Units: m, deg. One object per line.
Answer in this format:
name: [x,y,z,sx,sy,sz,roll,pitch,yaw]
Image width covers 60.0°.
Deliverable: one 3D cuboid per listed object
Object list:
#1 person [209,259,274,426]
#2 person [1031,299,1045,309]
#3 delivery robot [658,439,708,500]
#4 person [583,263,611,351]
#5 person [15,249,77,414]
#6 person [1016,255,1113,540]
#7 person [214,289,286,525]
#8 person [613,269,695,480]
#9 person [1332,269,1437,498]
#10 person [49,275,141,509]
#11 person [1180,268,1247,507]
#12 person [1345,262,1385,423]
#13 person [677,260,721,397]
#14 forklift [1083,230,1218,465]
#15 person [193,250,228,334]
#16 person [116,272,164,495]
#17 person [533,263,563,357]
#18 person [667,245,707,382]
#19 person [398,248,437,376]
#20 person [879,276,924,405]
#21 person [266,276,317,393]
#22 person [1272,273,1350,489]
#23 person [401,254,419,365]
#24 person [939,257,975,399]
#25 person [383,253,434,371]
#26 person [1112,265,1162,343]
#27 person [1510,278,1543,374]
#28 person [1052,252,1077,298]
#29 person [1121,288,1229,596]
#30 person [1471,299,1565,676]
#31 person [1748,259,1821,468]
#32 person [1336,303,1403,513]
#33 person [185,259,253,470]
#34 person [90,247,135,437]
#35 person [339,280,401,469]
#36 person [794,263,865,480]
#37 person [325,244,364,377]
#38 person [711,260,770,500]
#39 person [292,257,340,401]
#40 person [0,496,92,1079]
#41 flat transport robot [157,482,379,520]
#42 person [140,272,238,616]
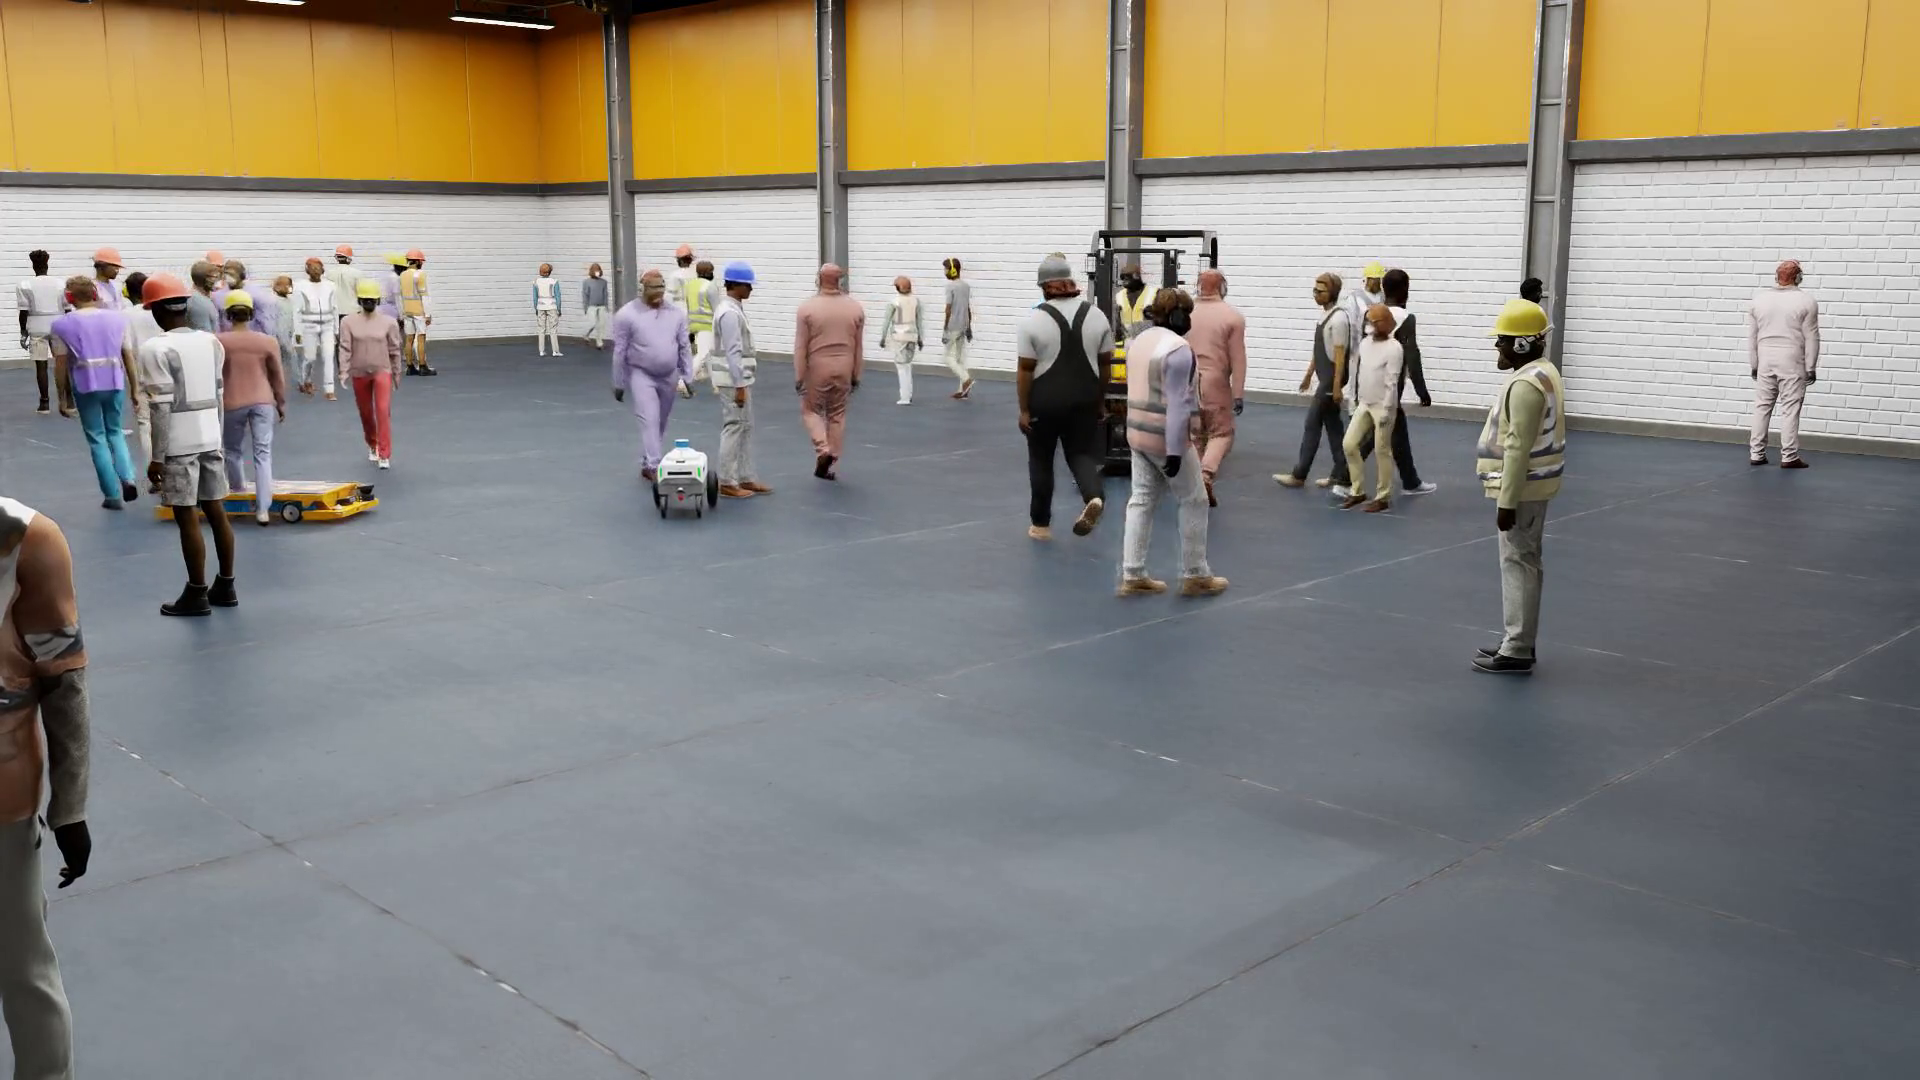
person: [-7.702,-2.056,17.827,0.645,1.886,1.063,3,11,14]
person: [1.065,-2.191,19.024,0.540,1.696,0.317,-1,10,-6]
delivery robot: [-2.141,-0.534,12.857,0.477,0.478,0.707,-1,10,-5]
person: [-6.746,-4.312,30.807,0.512,1.623,0.388,-10,14,-43]
person: [-10.971,-2.502,19.992,0.613,1.962,0.364,-8,13,-38]
person: [0.734,-0.977,11.471,0.704,2.000,0.793,-3,11,-17]
person: [-5.328,-0.996,12.420,0.554,1.719,0.880,-6,12,-30]
person: [-2.605,-1.371,14.173,0.637,1.853,1.008,-8,13,-36]
person: [3.450,-1.251,13.472,1.042,1.867,0.589,-3,11,-17]
person: [-6.711,-1.138,12.928,0.453,1.818,0.595,9,14,41]
person: [1.876,-1.149,12.846,0.667,1.884,0.582,7,13,34]
person: [4.640,-2.222,18.831,0.602,1.828,0.404,-4,11,-20]
person: [-3.438,-2.812,22.141,0.917,1.808,0.629,-8,13,-36]
forklift: [1.804,-1.825,15.677,1.214,2.155,2.313,2,11,13]
person: [-9.076,-2.581,20.462,0.620,1.968,0.905,-7,12,-32]
person: [-6.803,-1.304,13.857,0.561,1.820,0.915,-7,12,-33]
person: [-7.263,-4.045,29.293,0.516,1.641,0.308,2,11,11]
person: [-4.037,-3.317,24.388,1.036,1.987,0.626,9,14,41]
person: [-8.258,-3.460,25.300,0.551,1.933,0.372,6,12,28]
person: [-0.744,-2.513,21.000,0.516,1.620,0.543,-8,13,-37]
person: [-9.187,-2.779,22.535,0.852,1.593,0.507,1,10,6]
person: [2.998,-1.330,14.031,0.732,1.819,0.548,1,10,5]
person: [-8.999,-3.748,27.164,0.970,1.835,0.591,10,14,42]
person: [-0.036,-2.730,21.558,0.447,1.848,0.599,7,13,34]
person: [-8.702,-3.477,25.594,1.006,1.867,0.598,-3,11,-17]
person: [2.026,-2.165,18.632,0.718,1.802,0.437,7,13,35]
person: [5.951,-1.913,17.552,0.320,1.690,0.532,3,11,17]
person: [1.180,-2.412,19.581,0.366,1.936,0.630,5,11,23]
person: [1.298,-0.566,9.822,0.767,1.816,0.650,-4,11,-21]
person: [2.724,-0.254,8.121,0.403,1.826,0.592,5,12,26]
person: [7.582,-1.615,15.304,0.411,1.913,0.643,-8,13,-36]
person: [3.129,-0.992,12.687,0.505,1.617,0.504,-5,12,-26]
person: [-6.627,-1.517,14.775,0.719,1.916,0.652,-3,11,-17]
person: [-9.118,-2.103,17.705,0.636,2.009,0.622,0,10,1]
person: [-5.469,-1.556,15.478,0.526,1.732,0.843,-2,11,-12]
person: [-1.137,-1.448,14.444,0.655,1.887,0.471,-5,12,-25]
person: [-9.193,-3.431,24.978,0.612,1.995,0.376,1,10,5]
person: [-1.800,-1.286,13.465,0.428,1.936,0.628,-1,10,-4]
person: [-8.383,-2.749,21.649,0.582,1.861,0.784,-7,13,-35]
person: [-2.145,0.543,3.491,0.594,1.924,0.382,-1,10,-6]
flat transport robot: [-5.255,-0.310,12.666,1.431,0.197,0.652,1,10,5]
person: [-4.366,-0.531,9.348,0.385,1.928,0.546,3,11,18]
